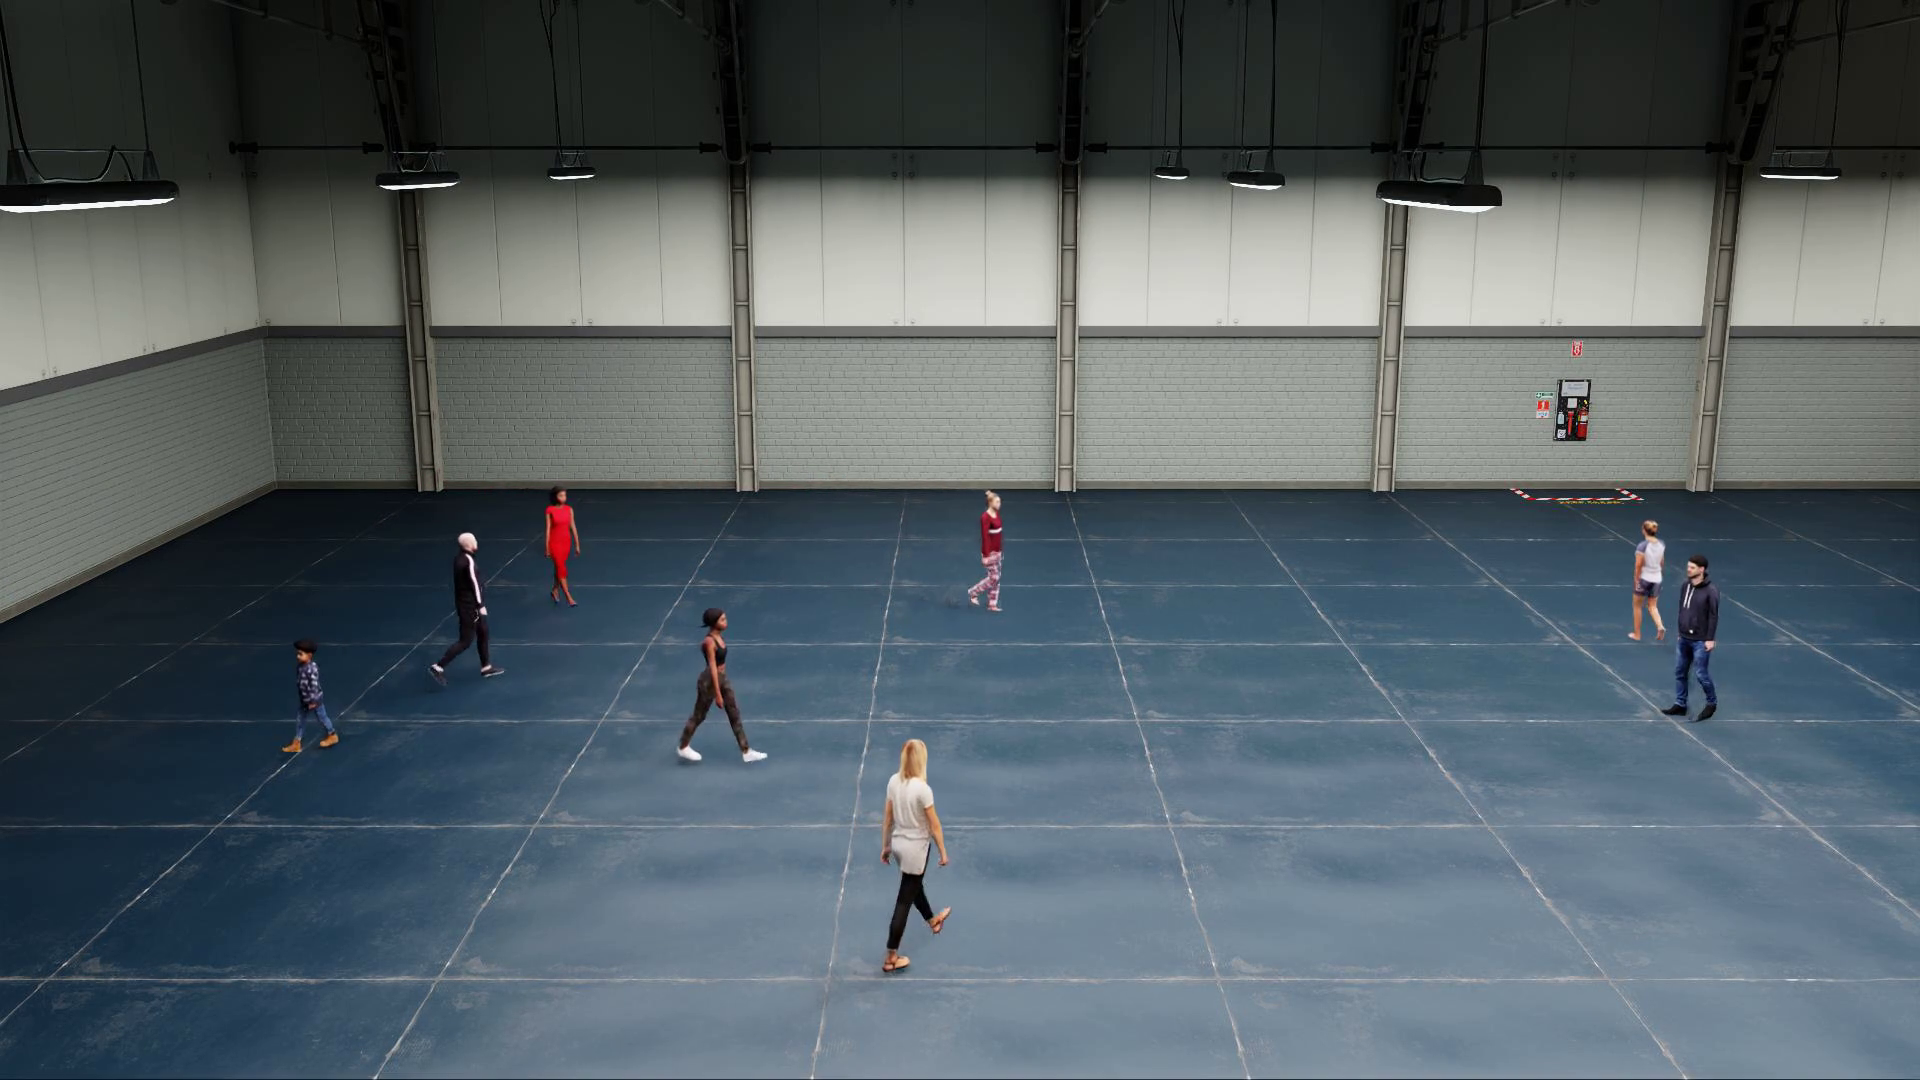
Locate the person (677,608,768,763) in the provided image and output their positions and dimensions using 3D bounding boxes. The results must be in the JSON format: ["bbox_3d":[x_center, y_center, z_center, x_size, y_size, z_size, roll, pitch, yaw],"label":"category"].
[{"bbox_3d":[-2.609,1.535,17.087,1.233,1.641,0.739,2,13,10],"label":"person"}]

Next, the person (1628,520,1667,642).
[{"bbox_3d":[8.899,0.555,21.390,0.753,1.609,0.710,-2,13,-10],"label":"person"}]

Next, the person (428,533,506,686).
[{"bbox_3d":[-5.900,0.847,19.702,1.272,1.803,1.048,-7,15,-29],"label":"person"}]

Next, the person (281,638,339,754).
[{"bbox_3d":[-6.809,1.639,17.569,0.853,1.221,0.847,9,16,34],"label":"person"}]

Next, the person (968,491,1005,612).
[{"bbox_3d":[0.366,0.155,22.931,0.829,1.694,0.770,6,14,23],"label":"person"}]

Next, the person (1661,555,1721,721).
[{"bbox_3d":[8.251,1.075,18.546,0.950,1.879,0.844,-5,14,-21],"label":"person"}]

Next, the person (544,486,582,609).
[{"bbox_3d":[-5.613,0.104,23.134,1.056,1.702,1.102,-12,18,-42],"label":"person"}]

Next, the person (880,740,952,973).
[{"bbox_3d":[-0.441,2.457,12.787,1.144,1.785,1.152,10,17,38],"label":"person"}]
